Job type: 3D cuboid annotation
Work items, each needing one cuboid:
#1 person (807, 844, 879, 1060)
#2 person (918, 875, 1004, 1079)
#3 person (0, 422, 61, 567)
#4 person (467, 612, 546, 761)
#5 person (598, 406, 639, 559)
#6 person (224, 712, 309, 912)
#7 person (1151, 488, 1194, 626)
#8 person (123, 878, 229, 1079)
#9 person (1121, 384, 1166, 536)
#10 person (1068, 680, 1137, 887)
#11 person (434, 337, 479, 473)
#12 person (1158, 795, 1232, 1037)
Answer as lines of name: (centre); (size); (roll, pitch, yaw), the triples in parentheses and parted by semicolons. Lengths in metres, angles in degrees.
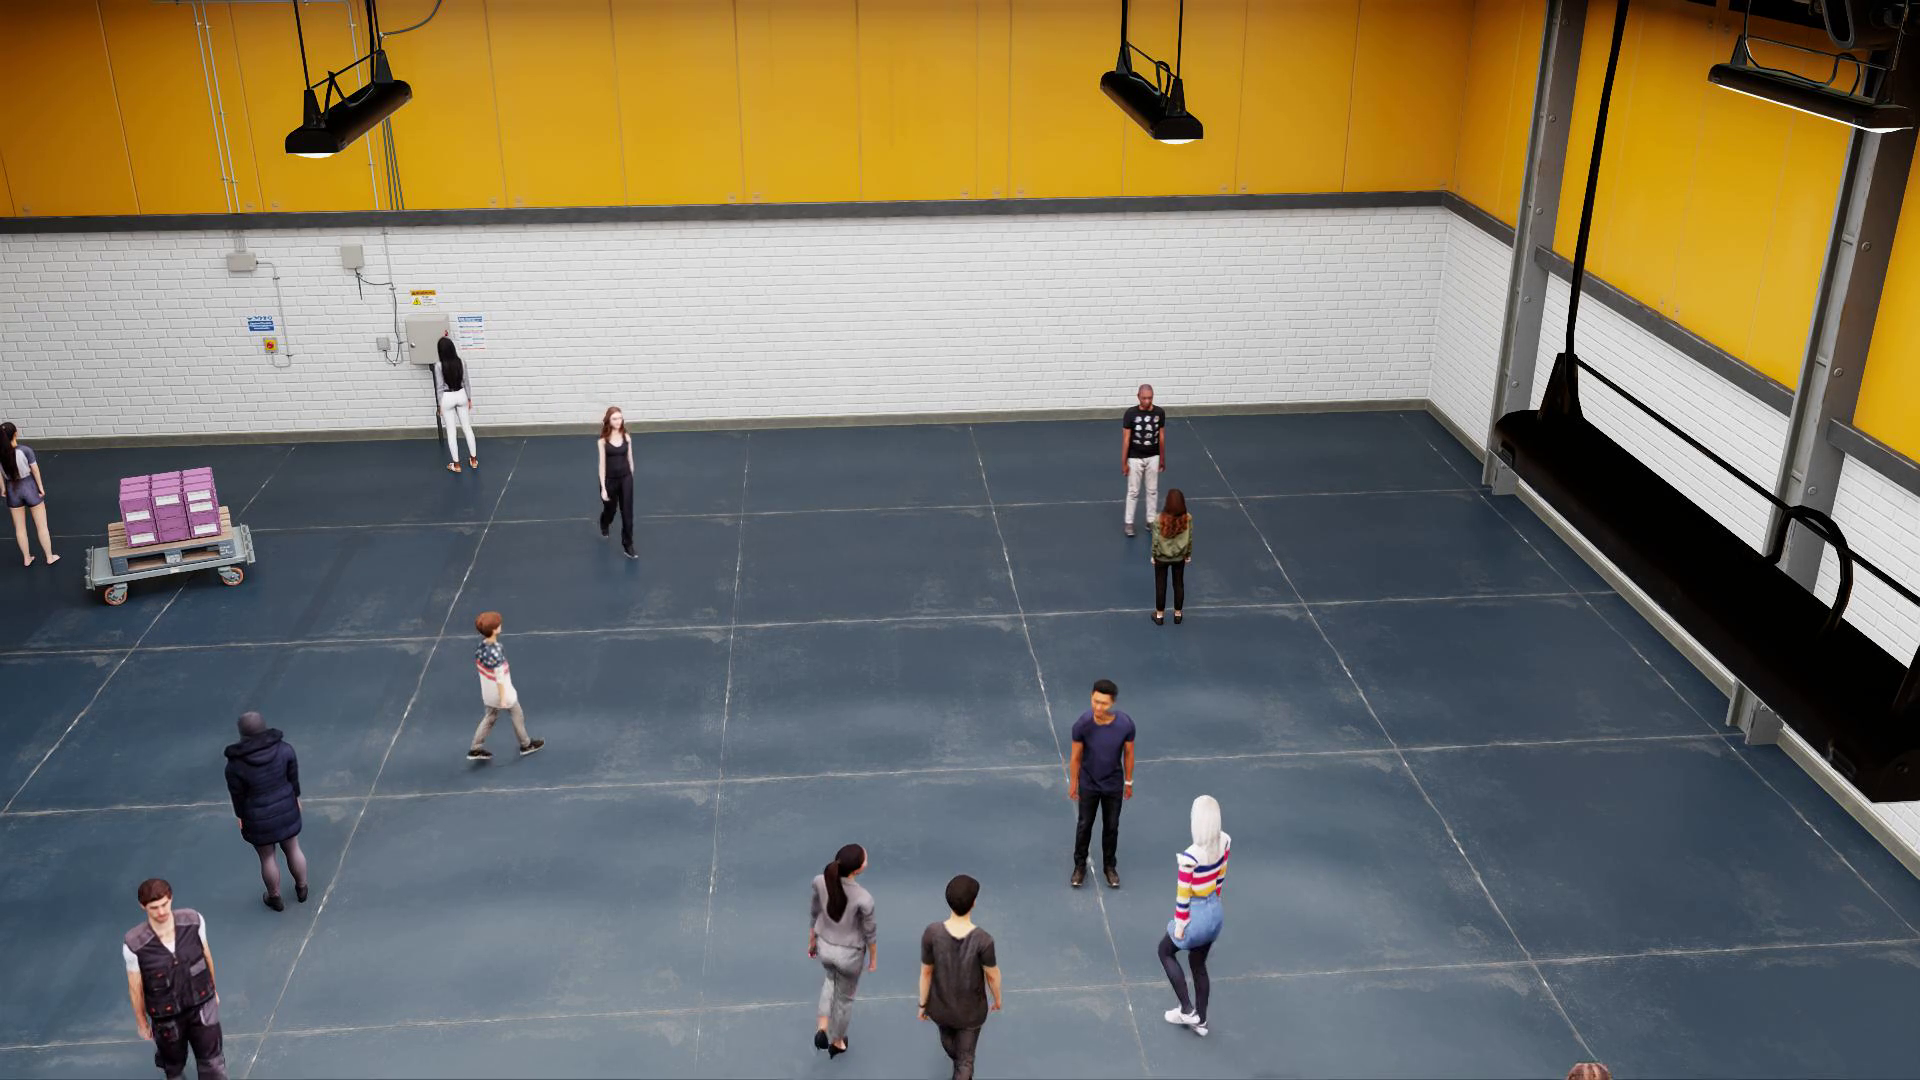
person: (-0.809, 2.739, 10.784); (0.765, 1.654, 0.791); (10, 26, 22)
person: (-0.026, 2.916, 10.355); (0.865, 1.673, 1.120); (6, 24, 13)
person: (-10.264, -0.505, 18.211); (0.616, 1.649, 0.541); (-5, 24, -11)
person: (-4.058, 1.296, 14.383); (0.902, 1.415, 0.924); (22, 32, 40)
person: (-3.857, -0.669, 18.490); (0.856, 1.725, 1.068); (-14, 27, -30)
person: (-5.158, 2.011, 12.422); (0.798, 1.675, 0.834); (-17, 29, -34)
person: (2.144, 0.161, 16.902); (0.576, 1.476, 0.500); (-3, 24, -6)
person: (-4.867, 2.845, 10.325); (1.035, 1.826, 1.166); (-19, 30, -37)
person: (2.095, -0.932, 18.998); (0.669, 1.802, 0.610); (-3, 24, -8)
person: (1.081, 1.837, 12.679); (0.668, 1.789, 0.554); (1, 24, 1)
person: (-6.355, -1.717, 20.892); (0.669, 1.722, 0.684); (-18, 29, -35)
person: (1.647, 2.544, 11.053); (0.774, 1.796, 0.802); (-20, 30, -38)
